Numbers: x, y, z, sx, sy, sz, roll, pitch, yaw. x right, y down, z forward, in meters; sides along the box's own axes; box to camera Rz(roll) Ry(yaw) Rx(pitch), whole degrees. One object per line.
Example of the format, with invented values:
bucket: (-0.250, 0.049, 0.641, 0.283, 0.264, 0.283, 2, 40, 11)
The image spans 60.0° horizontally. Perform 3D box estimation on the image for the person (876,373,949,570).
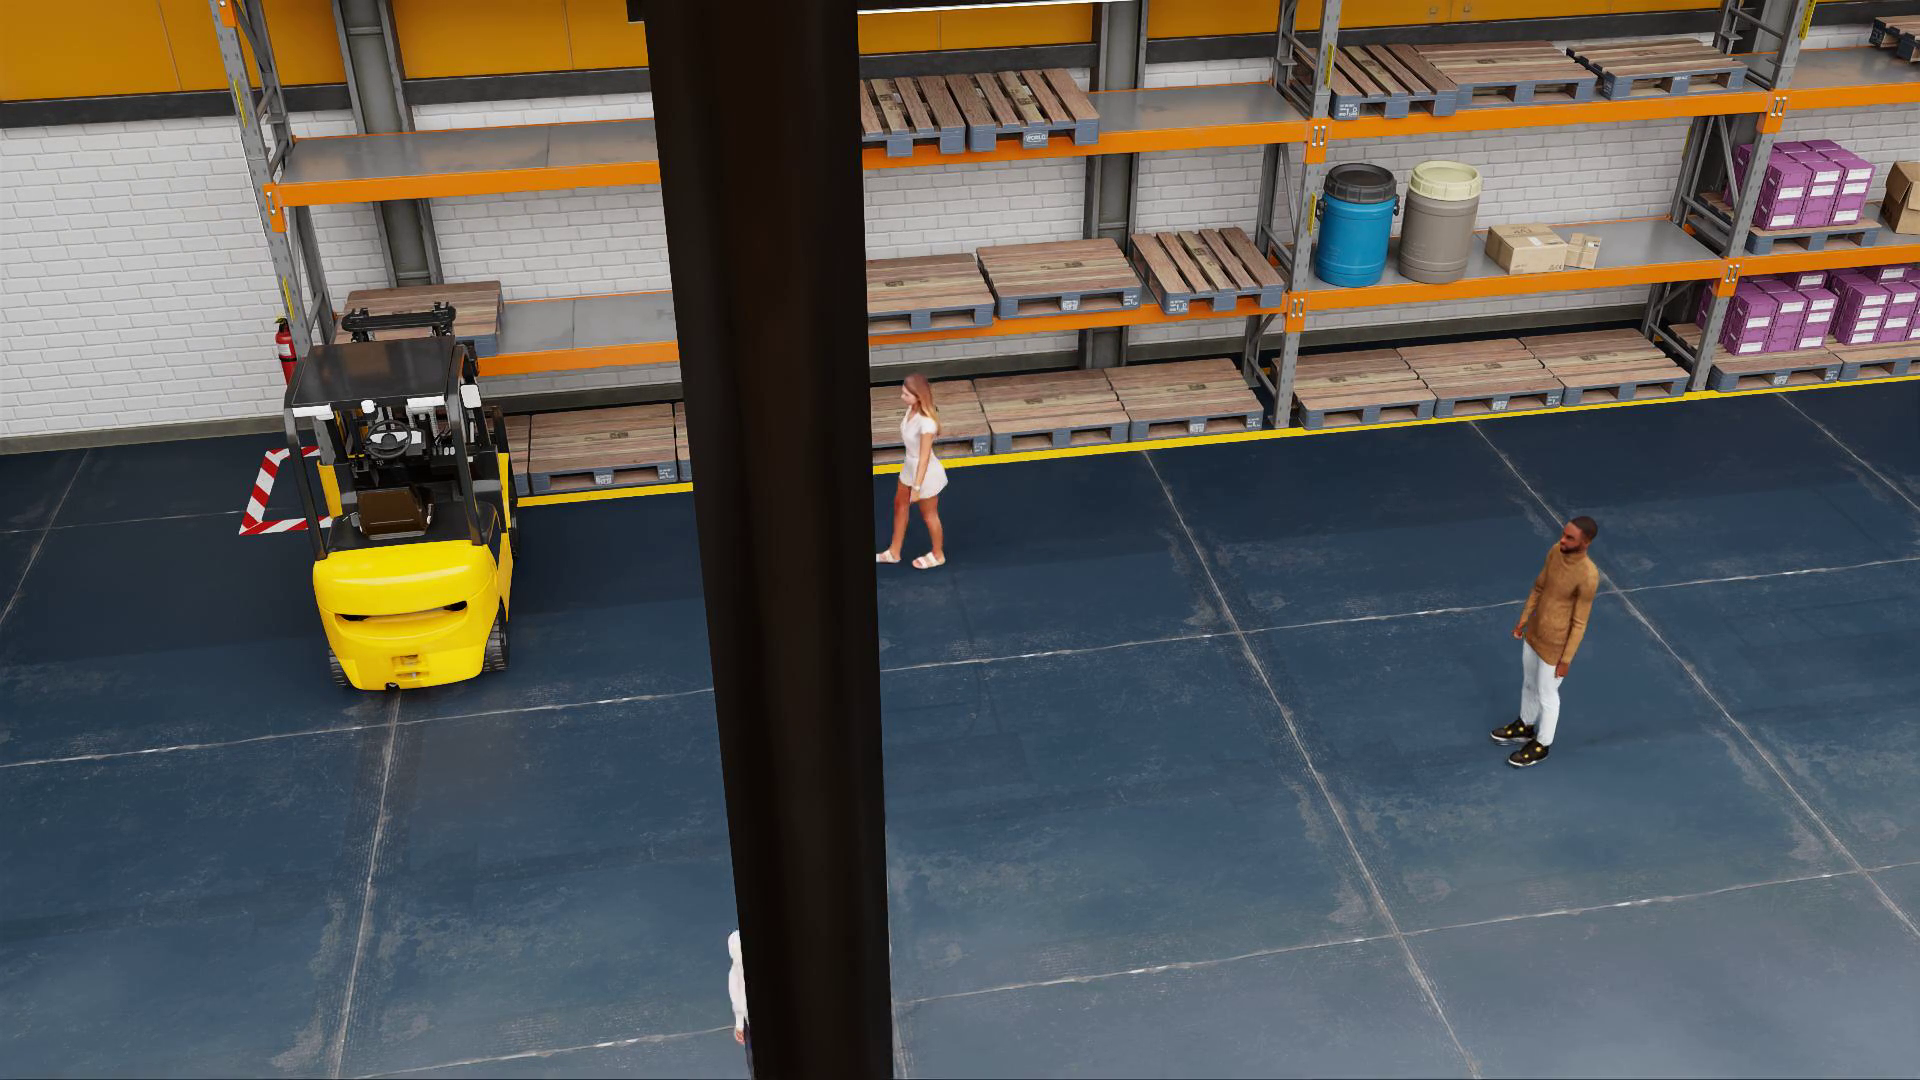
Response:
person: (-0.216, -0.512, 12.470, 0.861, 1.682, 0.671, -10, 35, -15)

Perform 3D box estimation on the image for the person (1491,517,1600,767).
person: (3.808, 0.613, 10.657, 0.604, 1.816, 0.657, -9, 35, -13)
